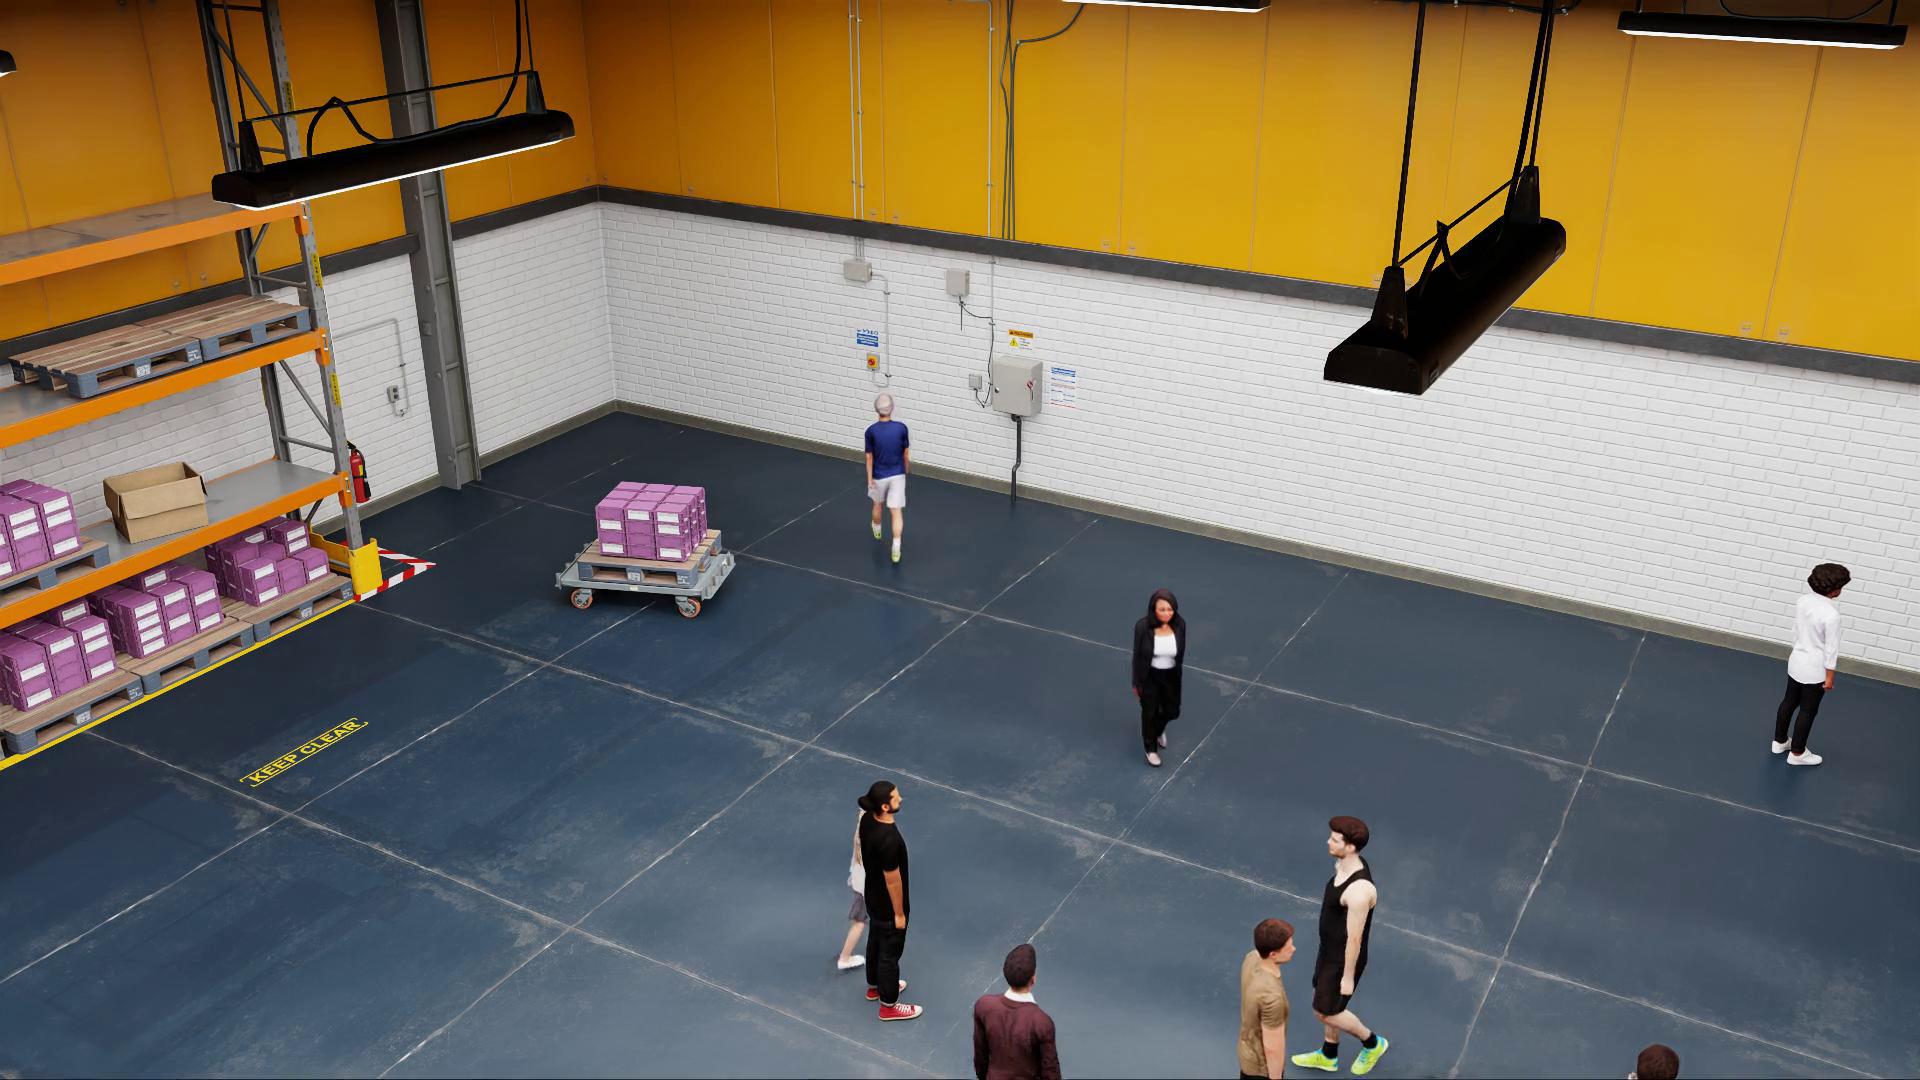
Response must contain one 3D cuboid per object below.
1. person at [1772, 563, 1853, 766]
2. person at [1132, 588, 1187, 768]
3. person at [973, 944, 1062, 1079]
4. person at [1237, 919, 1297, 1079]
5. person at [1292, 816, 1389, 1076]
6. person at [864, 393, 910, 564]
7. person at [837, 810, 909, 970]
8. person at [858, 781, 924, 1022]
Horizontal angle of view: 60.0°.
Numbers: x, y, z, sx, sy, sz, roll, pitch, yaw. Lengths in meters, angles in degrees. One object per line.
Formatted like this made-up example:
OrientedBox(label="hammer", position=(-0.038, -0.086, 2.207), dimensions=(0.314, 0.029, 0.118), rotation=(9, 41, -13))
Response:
OrientedBox(label="person", position=(7.131, 1.024, 13.938), dimensions=(0.782, 1.810, 0.714), rotation=(-5, 24, -11))
OrientedBox(label="person", position=(1.631, 1.119, 13.977), dimensions=(0.825, 1.606, 0.884), rotation=(-6, 24, -13))
OrientedBox(label="person", position=(0.294, 3.085, 9.161), dimensions=(0.708, 1.860, 0.663), rotation=(12, 26, 25))
OrientedBox(label="person", position=(1.717, 2.941, 9.502), dimensions=(0.816, 1.851, 0.705), rotation=(-2, 24, -3))
OrientedBox(label="person", position=(2.454, 2.560, 10.335), dimensions=(0.957, 1.881, 0.911), rotation=(0, 24, 0))
OrientedBox(label="person", position=(-0.748, -0.639, 17.768), dimensions=(1.098, 1.789, 1.251), rotation=(-3, 24, -6))
OrientedBox(label="person", position=(-0.674, 2.395, 11.519), dimensions=(0.935, 1.236, 0.749), rotation=(-16, 28, -32))
OrientedBox(label="person", position=(-0.492, 2.356, 10.956), dimensions=(0.759, 1.758, 0.719), rotation=(-10, 25, -21))
